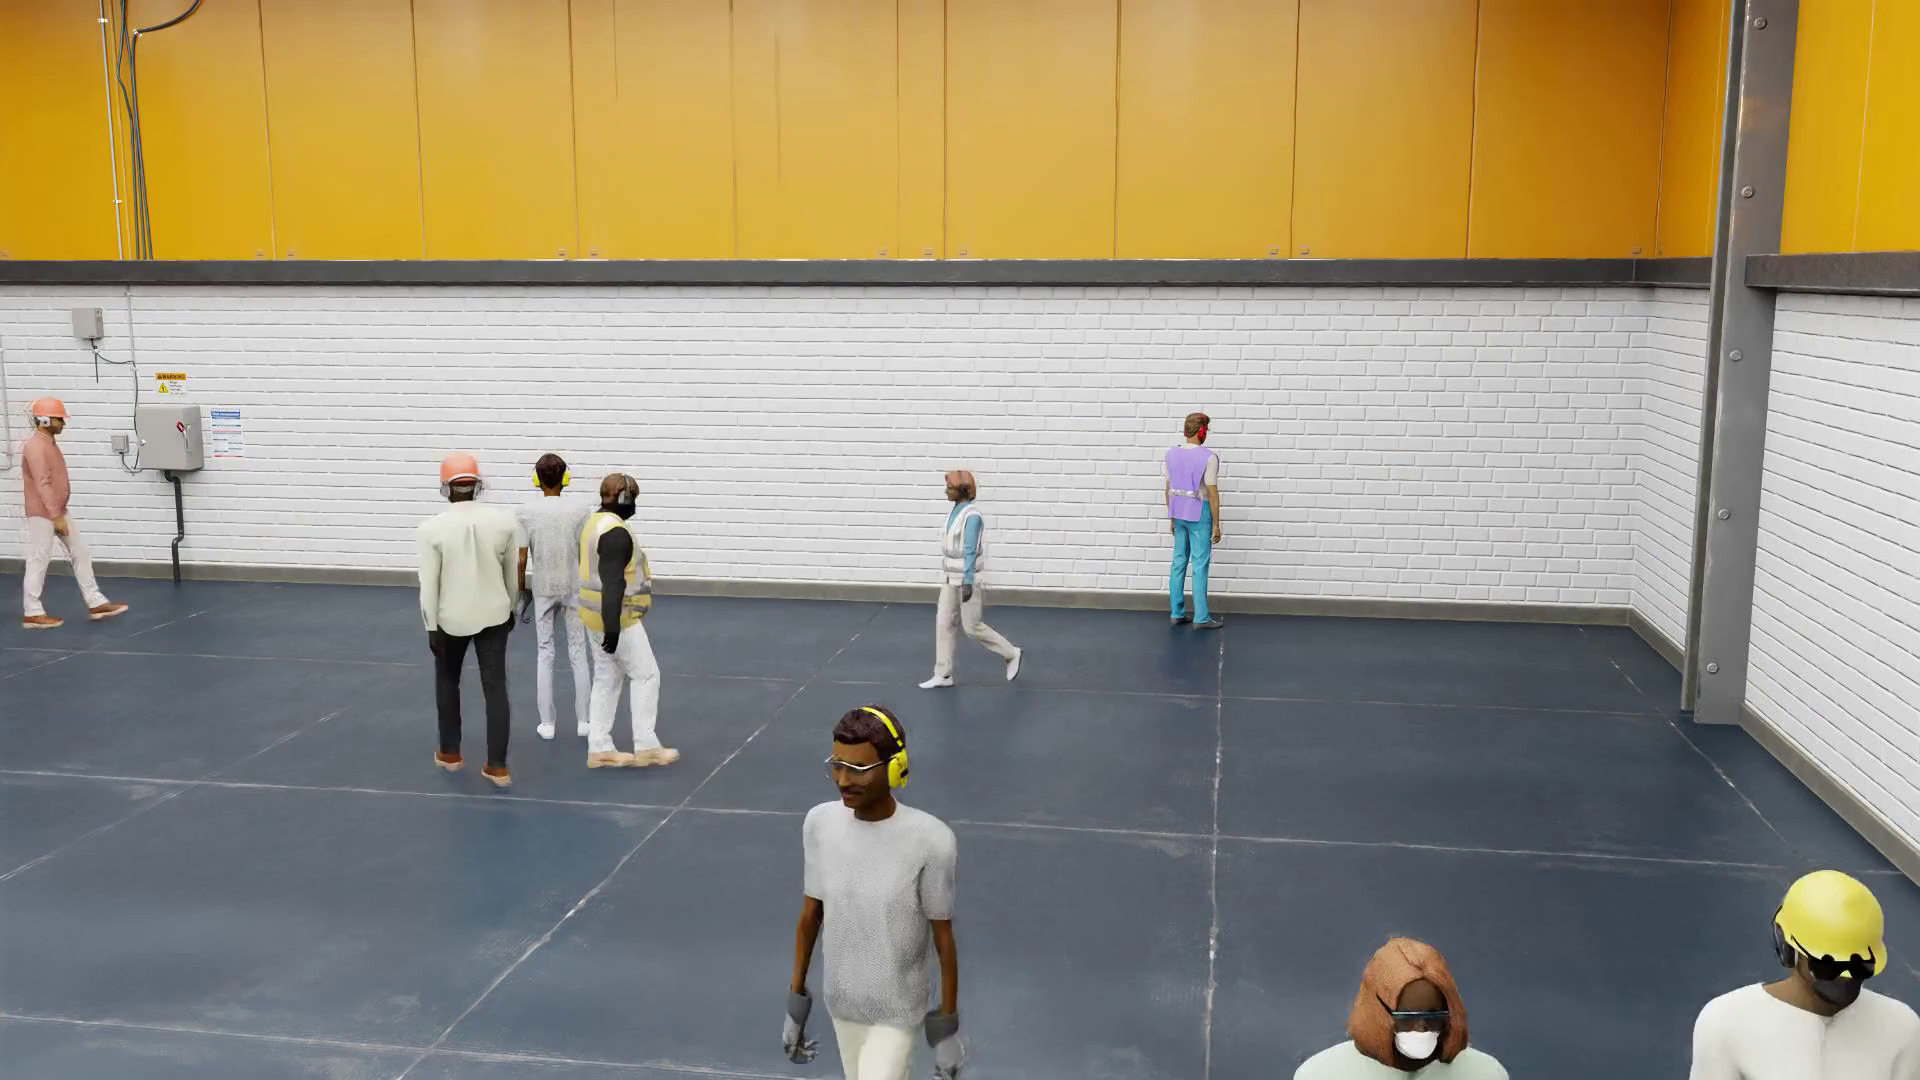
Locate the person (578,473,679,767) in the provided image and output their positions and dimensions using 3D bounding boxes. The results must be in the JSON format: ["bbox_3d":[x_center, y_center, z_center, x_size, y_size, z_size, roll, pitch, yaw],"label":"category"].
[{"bbox_3d":[-2.008,0.496,10.174,0.680,1.803,0.690,-4,10,-23],"label":"person"}]

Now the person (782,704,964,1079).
[{"bbox_3d":[-0.235,1.348,4.847,0.530,1.833,0.941,6,11,31],"label":"person"}]

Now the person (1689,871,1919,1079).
[{"bbox_3d":[1.928,1.553,3.919,0.526,1.724,0.854,0,9,-1],"label":"person"}]

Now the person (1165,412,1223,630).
[{"bbox_3d":[1.963,-0.157,14.074,0.389,1.842,0.566,-8,12,-41],"label":"person"}]

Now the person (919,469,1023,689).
[{"bbox_3d":[0.080,0.284,12.043,0.691,1.615,0.517,-4,10,-23],"label":"person"}]

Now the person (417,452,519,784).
[{"bbox_3d":[-2.949,0.449,9.971,0.634,1.964,0.846,-6,11,-31],"label":"person"}]

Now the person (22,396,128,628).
[{"bbox_3d":[-7.600,-0.232,14.157,0.882,1.962,0.631,-2,9,-11],"label":"person"}]

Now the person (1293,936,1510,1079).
[{"bbox_3d":[0.971,1.646,3.735,0.503,1.595,0.822,1,9,4],"label":"person"}]

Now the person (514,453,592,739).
[{"bbox_3d":[-2.618,0.363,10.802,0.520,1.865,0.332,-2,9,-10],"label":"person"}]
